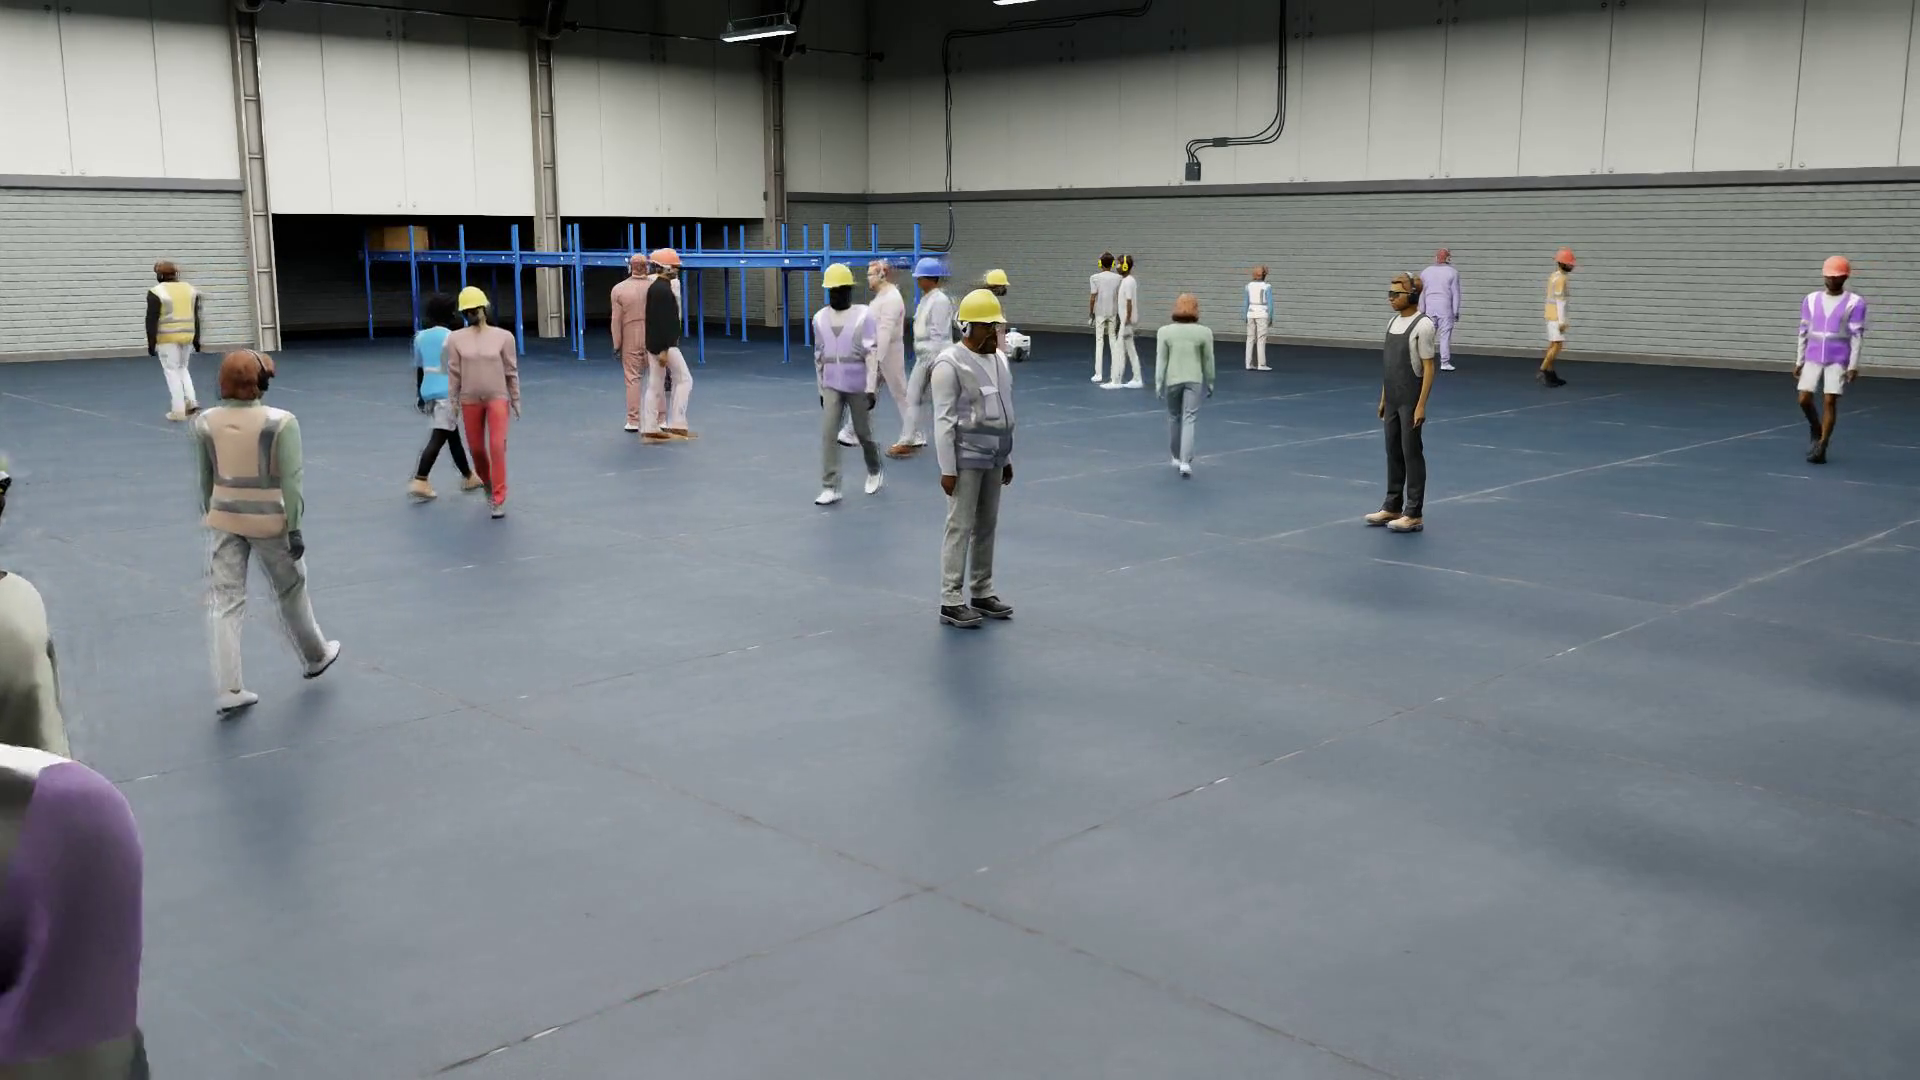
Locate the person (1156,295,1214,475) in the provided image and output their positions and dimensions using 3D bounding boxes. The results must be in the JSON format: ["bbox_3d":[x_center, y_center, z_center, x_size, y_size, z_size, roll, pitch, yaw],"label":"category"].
[{"bbox_3d":[2.007,-1.390,14.855,0.516,1.587,0.864,2,11,10],"label":"person"}]

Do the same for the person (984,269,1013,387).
[{"bbox_3d":[0.387,-1.985,17.633,0.388,1.752,0.538,0,10,-1],"label":"person"}]

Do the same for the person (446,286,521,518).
[{"bbox_3d":[-3.634,-1.077,12.748,0.538,1.735,0.742,-1,10,-6],"label":"person"}]

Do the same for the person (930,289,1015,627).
[{"bbox_3d":[0.093,-0.451,9.092,0.404,1.825,0.599,7,13,35],"label":"person"}]

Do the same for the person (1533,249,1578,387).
[{"bbox_3d":[8.393,-3.123,23.454,0.489,1.907,0.619,2,11,13],"label":"person"}]

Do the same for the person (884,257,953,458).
[{"bbox_3d":[-0.216,-1.735,15.881,0.974,1.912,0.611,-5,11,-24],"label":"person"}]

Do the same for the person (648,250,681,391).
[{"bbox_3d":[-4.039,-2.912,22.263,0.560,1.914,0.683,-5,11,-23],"label":"person"}]

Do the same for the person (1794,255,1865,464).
[{"bbox_3d":[8.082,-1.681,15.509,0.574,1.925,0.409,10,14,44],"label":"person"}]

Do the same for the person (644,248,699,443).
[{"bbox_3d":[-2.962,-1.989,17.048,0.679,1.969,0.617,-6,12,-28],"label":"person"}]

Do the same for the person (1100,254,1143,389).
[{"bbox_3d":[2.279,-3.037,23.124,0.473,1.871,0.545,2,11,12],"label":"person"}]

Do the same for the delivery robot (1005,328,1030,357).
[{"bbox_3d":[0.906,-3.339,28.152,0.477,0.478,0.707,6,12,29],"label":"delivery robot"}]

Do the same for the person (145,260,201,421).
[{"bbox_3d":[-9.053,-2.292,19.126,0.452,1.826,0.644,5,11,25],"label":"person"}]

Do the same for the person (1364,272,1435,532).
[{"bbox_3d":[3.195,-0.996,11.992,0.331,1.844,0.519,-4,11,-19],"label":"person"}]

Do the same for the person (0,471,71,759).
[{"bbox_3d":[-1.994,0.649,3.325,0.673,1.740,0.525,-4,11,-22],"label":"person"}]

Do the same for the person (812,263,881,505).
[{"bbox_3d":[-0.889,-1.267,13.340,0.591,1.898,0.901,4,11,19],"label":"person"}]

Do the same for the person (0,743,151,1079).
[{"bbox_3d":[-1.063,0.836,1.645,0.615,1.971,1.031,0,10,-2],"label":"person"}]

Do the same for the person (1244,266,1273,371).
[{"bbox_3d":[4.681,-3.476,26.081,0.310,1.636,0.523,-9,14,-41],"label":"person"}]

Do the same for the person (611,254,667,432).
[{"bbox_3d":[-3.457,-2.137,18.046,0.646,1.907,0.401,-3,11,-18],"label":"person"}]

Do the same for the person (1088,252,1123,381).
[{"bbox_3d":[2.122,-3.250,24.215,0.531,1.870,0.318,-2,10,-8],"label":"person"}]

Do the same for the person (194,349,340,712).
[{"bbox_3d":[-3.191,-0.070,7.599,0.543,1.589,0.845,1,10,6],"label":"person"}]

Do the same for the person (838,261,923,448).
[{"bbox_3d":[-0.828,-1.817,16.444,0.988,1.857,0.643,-4,11,-21],"label":"person"}]

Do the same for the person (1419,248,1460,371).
[{"bbox_3d":[7.548,-3.620,26.135,0.652,1.906,0.403,8,13,39],"label":"person"}]

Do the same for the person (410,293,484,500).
[{"bbox_3d":[-4.178,-1.171,13.473,0.543,1.654,0.882,6,12,32],"label":"person"}]
